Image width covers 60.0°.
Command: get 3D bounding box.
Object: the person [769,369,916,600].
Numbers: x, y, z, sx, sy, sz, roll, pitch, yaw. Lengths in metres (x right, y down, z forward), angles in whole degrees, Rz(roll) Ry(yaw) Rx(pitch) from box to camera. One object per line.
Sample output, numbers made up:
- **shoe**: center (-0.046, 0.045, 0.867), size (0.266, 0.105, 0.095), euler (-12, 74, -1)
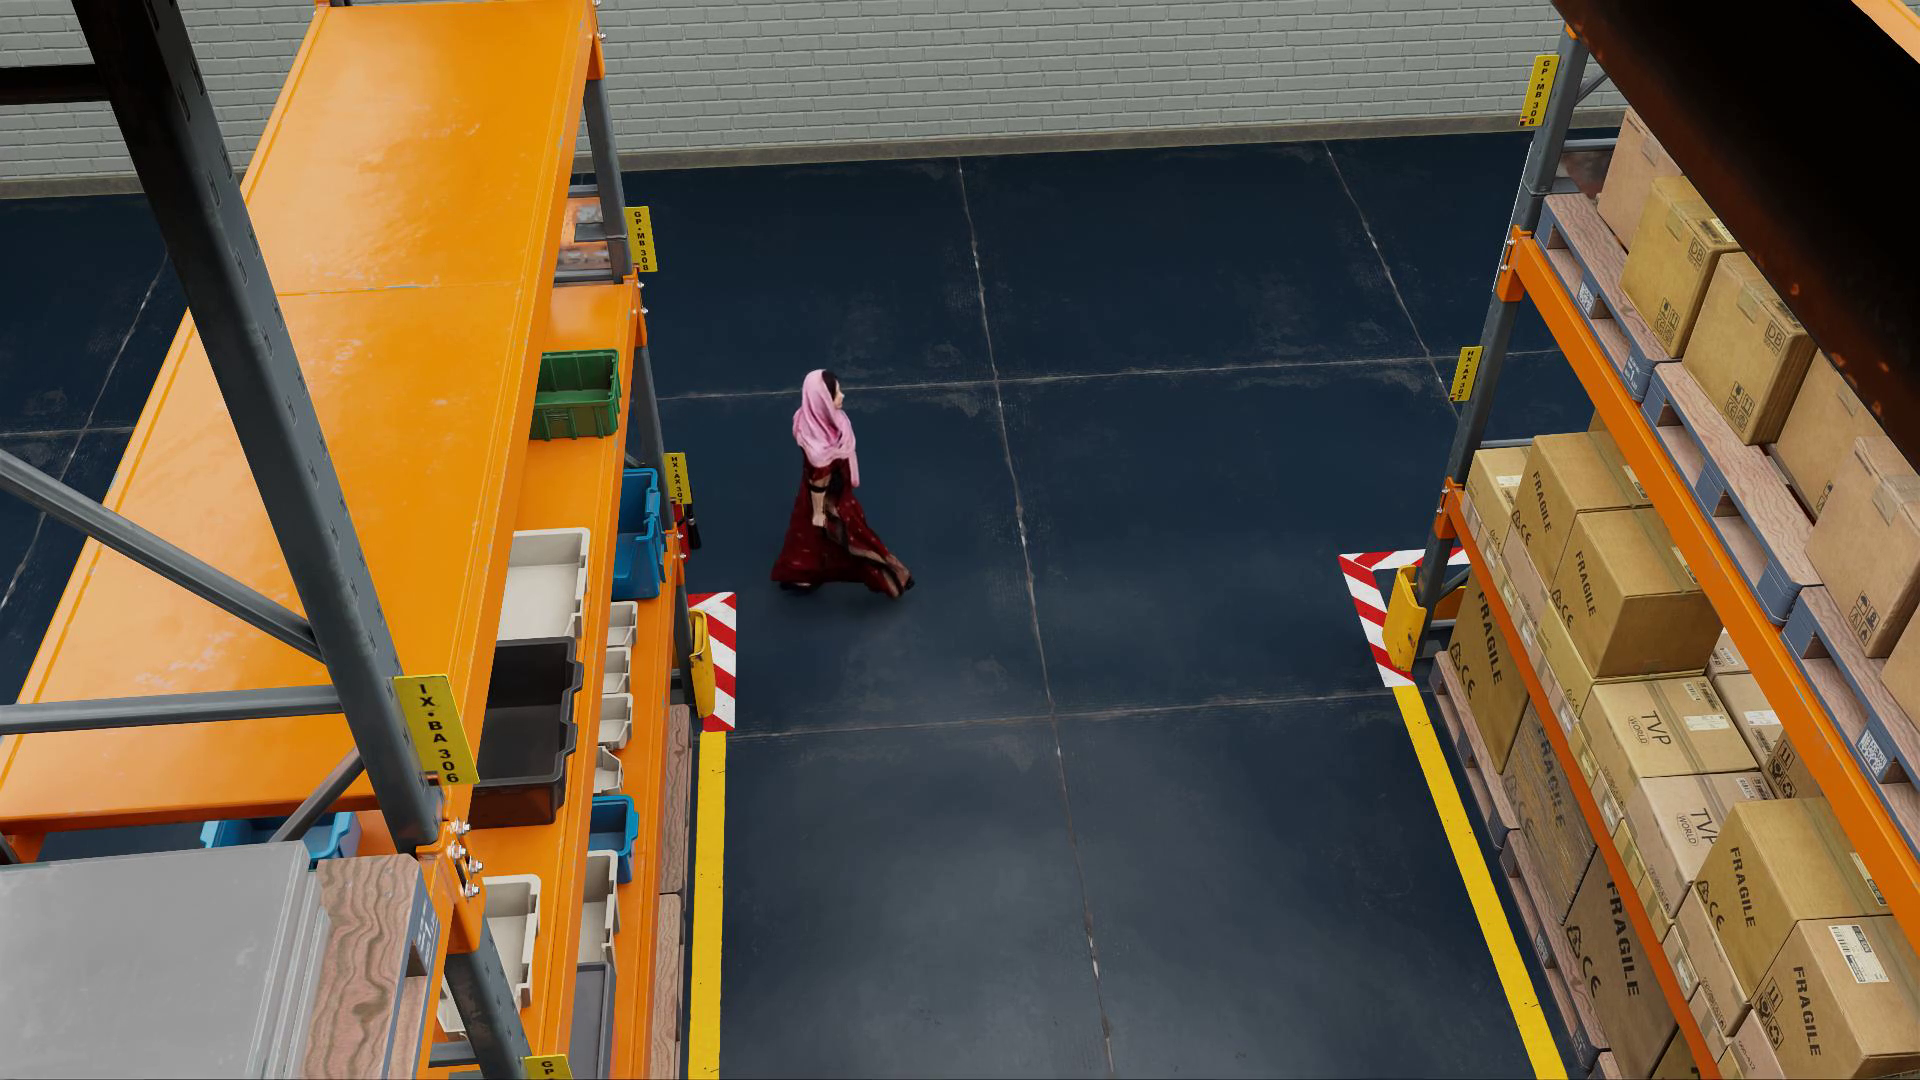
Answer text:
- **person**: center (-0.807, -0.277, 9.216), size (0.758, 1.614, 1.023), euler (0, 43, 0)
